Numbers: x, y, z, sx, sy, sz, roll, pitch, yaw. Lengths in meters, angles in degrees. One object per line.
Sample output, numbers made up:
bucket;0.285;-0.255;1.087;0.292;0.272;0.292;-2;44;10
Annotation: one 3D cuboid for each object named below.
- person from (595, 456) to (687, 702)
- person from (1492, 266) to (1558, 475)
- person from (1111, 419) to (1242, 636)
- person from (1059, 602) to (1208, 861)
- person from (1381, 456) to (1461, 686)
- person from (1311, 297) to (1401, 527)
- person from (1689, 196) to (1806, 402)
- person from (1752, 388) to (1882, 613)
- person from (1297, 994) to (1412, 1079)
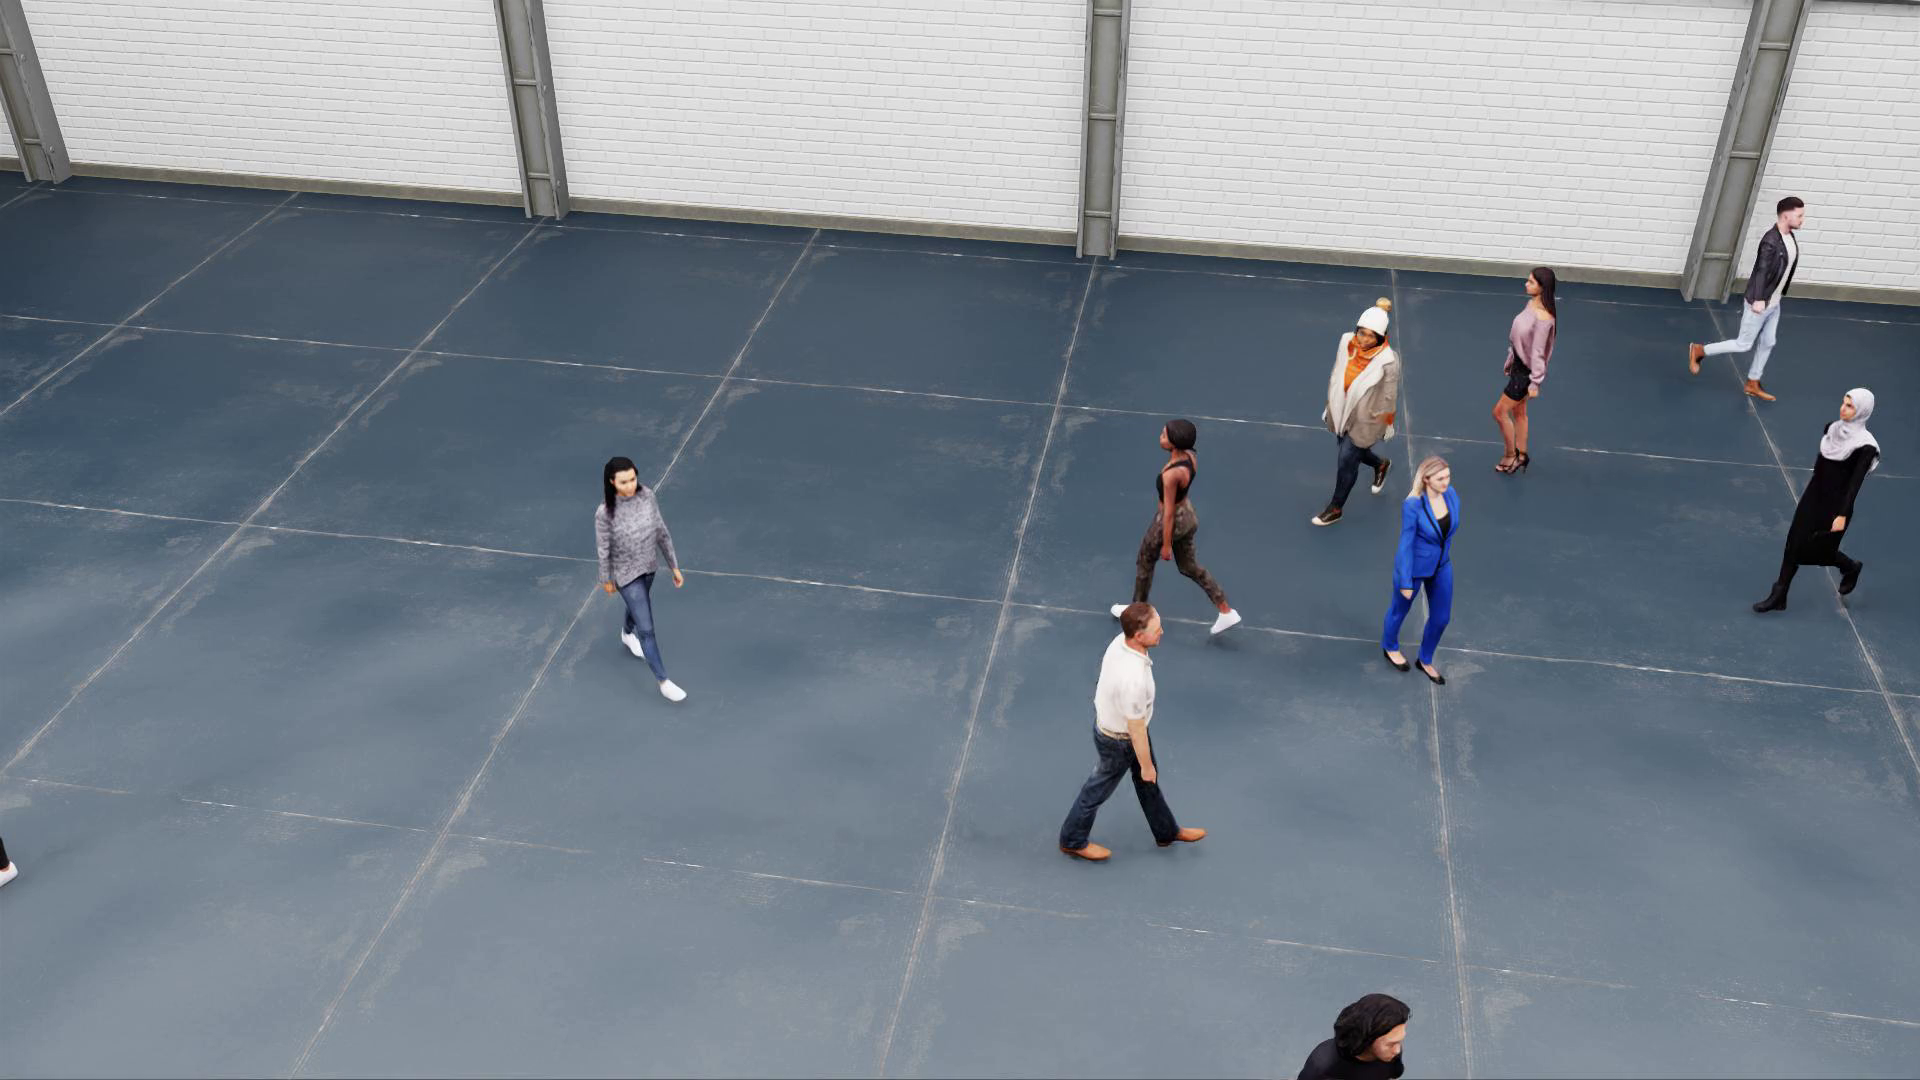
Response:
person;-2.178;0.167;10.997;1.055;1.681;1.221;-28;43;-35
person;4.538;-1.287;13.079;0.649;1.799;0.681;2;34;3
person;1.546;-0.045;11.333;1.221;1.662;0.837;16;37;23
person;0.813;1.111;9.451;1.093;1.821;0.702;4;34;6
person;2.979;0.149;11.025;0.845;1.682;0.899;-16;37;-23
person;3.103;-1.006;12.604;1.228;1.855;1.158;-19;38;-26
person;6.799;-2.071;14.246;1.012;1.812;1.132;-29;43;-36
person;6.093;-0.237;11.538;1.125;1.756;0.922;-10;35;-14
person;1.574;2.532;7.338;1.062;1.793;1.091;-18;38;-25
